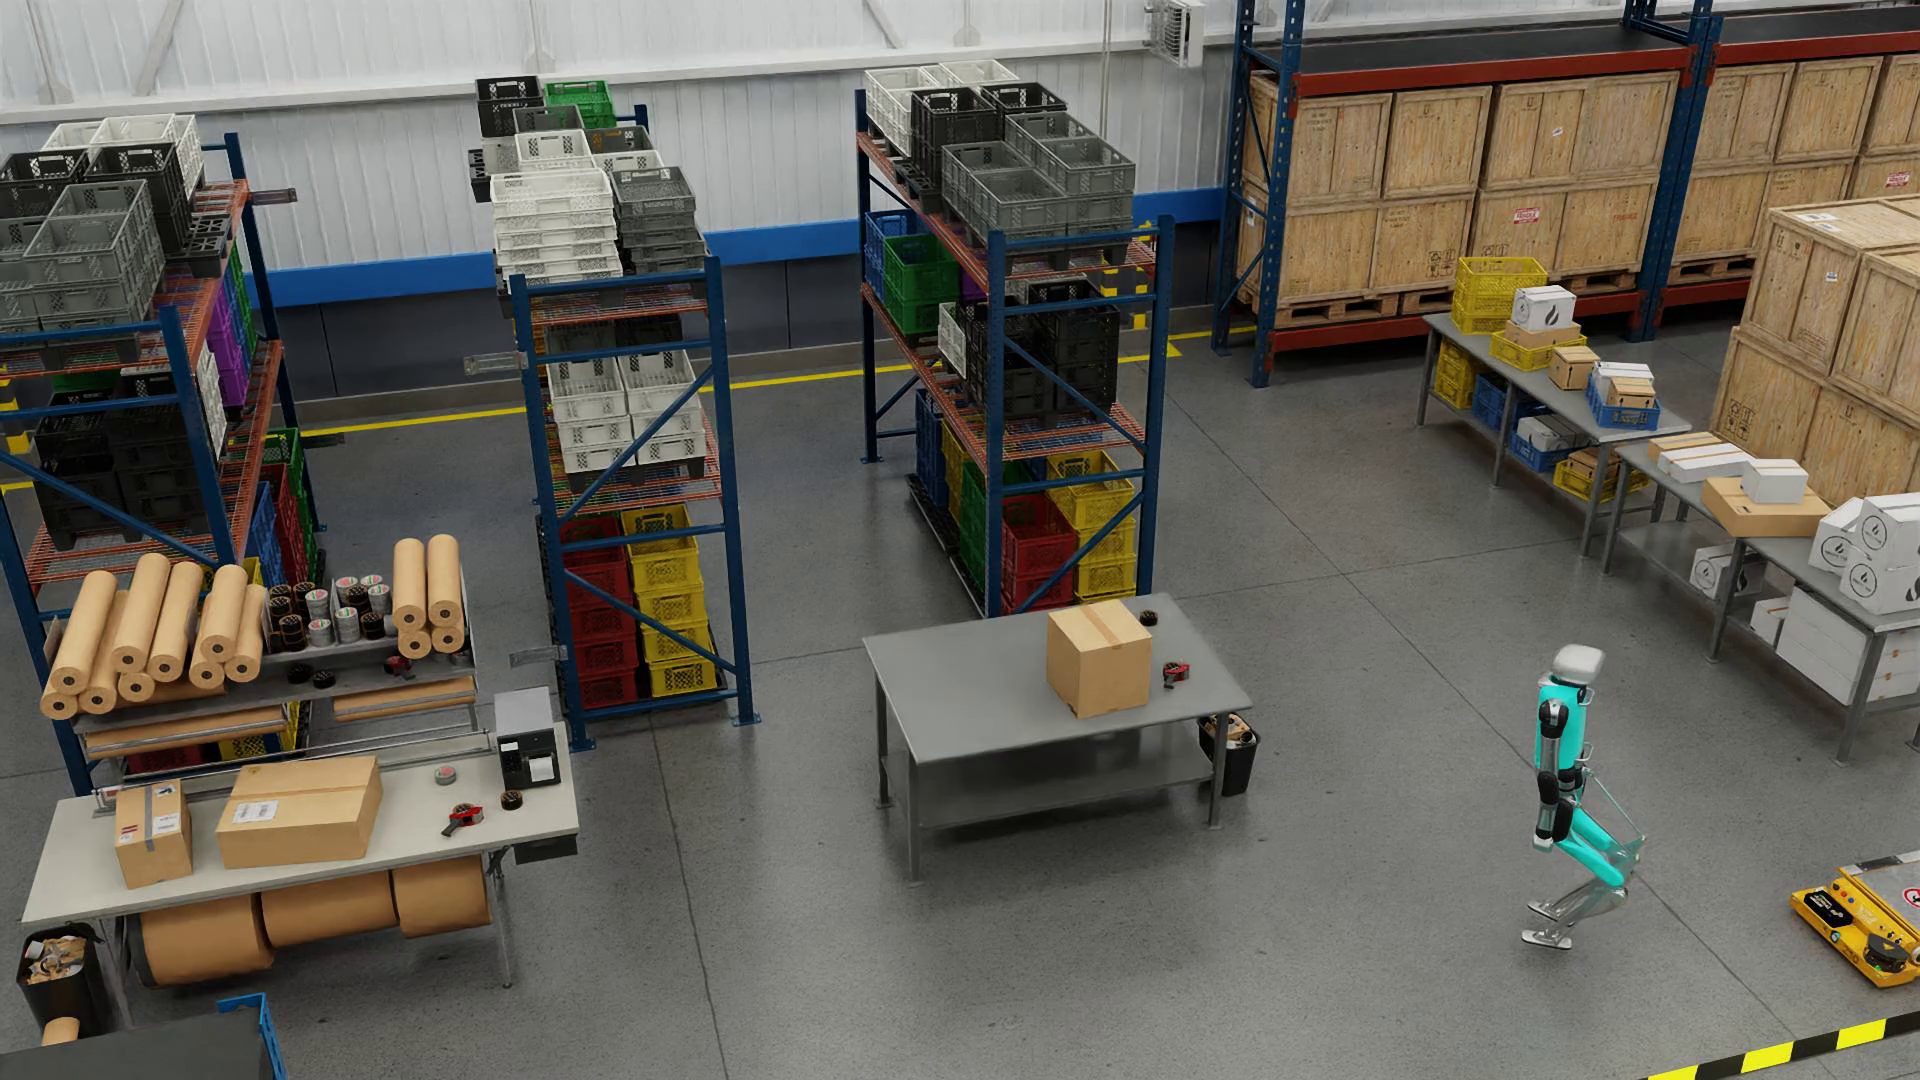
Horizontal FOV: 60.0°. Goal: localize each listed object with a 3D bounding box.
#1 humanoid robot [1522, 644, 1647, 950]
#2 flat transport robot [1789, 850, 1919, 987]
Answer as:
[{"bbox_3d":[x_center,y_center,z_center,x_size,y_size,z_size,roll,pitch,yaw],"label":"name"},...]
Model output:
[{"bbox_3d":[3.100,1.308,8.123,0.735,1.672,0.533,15,32,25],"label":"humanoid robot"},{"bbox_3d":[5.163,1.916,8.676,1.431,0.231,0.659,-8,30,-14],"label":"flat transport robot"}]
